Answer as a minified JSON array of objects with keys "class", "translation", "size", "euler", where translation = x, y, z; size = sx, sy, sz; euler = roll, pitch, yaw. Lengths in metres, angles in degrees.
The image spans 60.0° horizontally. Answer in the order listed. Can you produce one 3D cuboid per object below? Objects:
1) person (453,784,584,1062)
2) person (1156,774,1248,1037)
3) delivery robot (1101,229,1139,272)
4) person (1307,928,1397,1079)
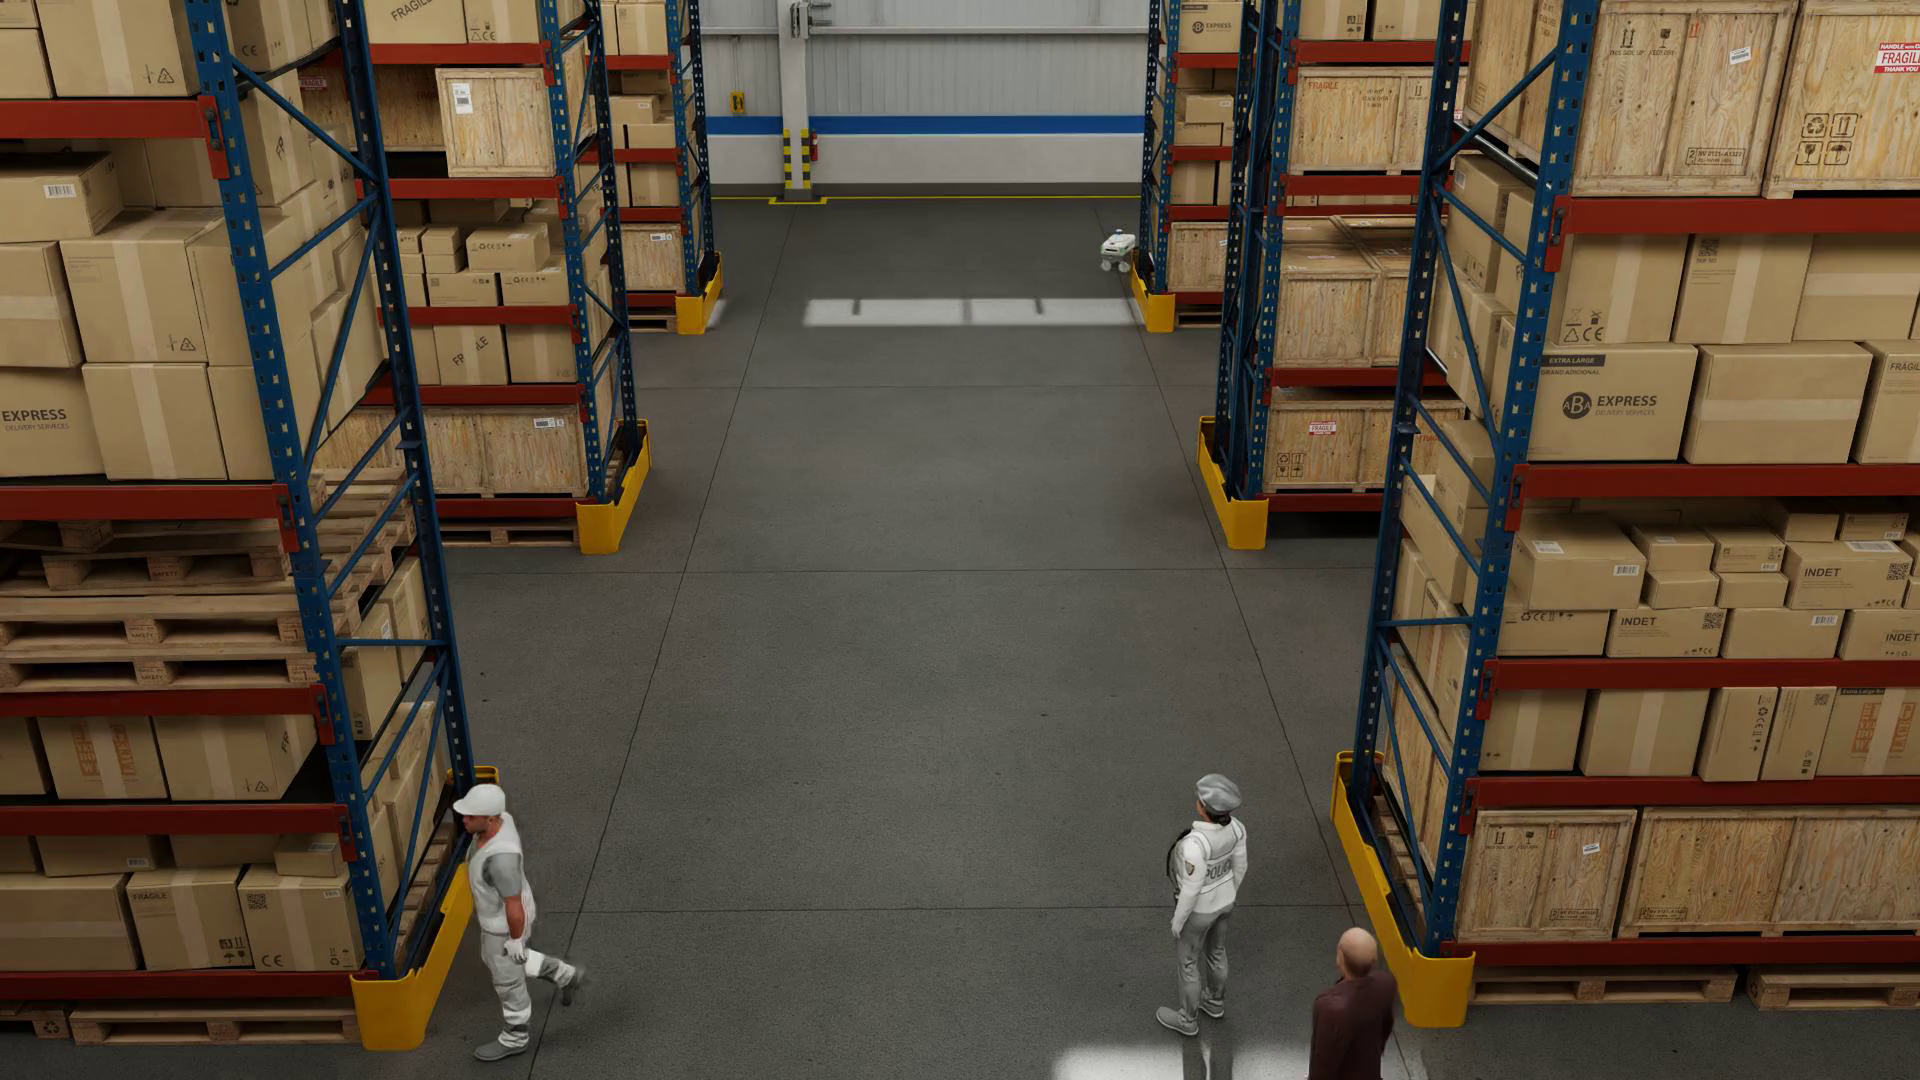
[{"class":"person","translation":[-2.493,2.104,9.345],"size":[0.676,1.790,0.573],"euler":[-8,26,-17]},{"class":"person","translation":[1.389,2.078,9.523],"size":[0.468,1.690,0.363],"euler":[-19,31,-35]},{"class":"delivery robot","translation":[2.271,-4.259,24.571],"size":[0.667,0.535,0.748],"euler":[10,27,21]},{"class":"person","translation":[1.861,2.695,8.137],"size":[0.474,1.788,0.659],"euler":[21,32,37]}]
